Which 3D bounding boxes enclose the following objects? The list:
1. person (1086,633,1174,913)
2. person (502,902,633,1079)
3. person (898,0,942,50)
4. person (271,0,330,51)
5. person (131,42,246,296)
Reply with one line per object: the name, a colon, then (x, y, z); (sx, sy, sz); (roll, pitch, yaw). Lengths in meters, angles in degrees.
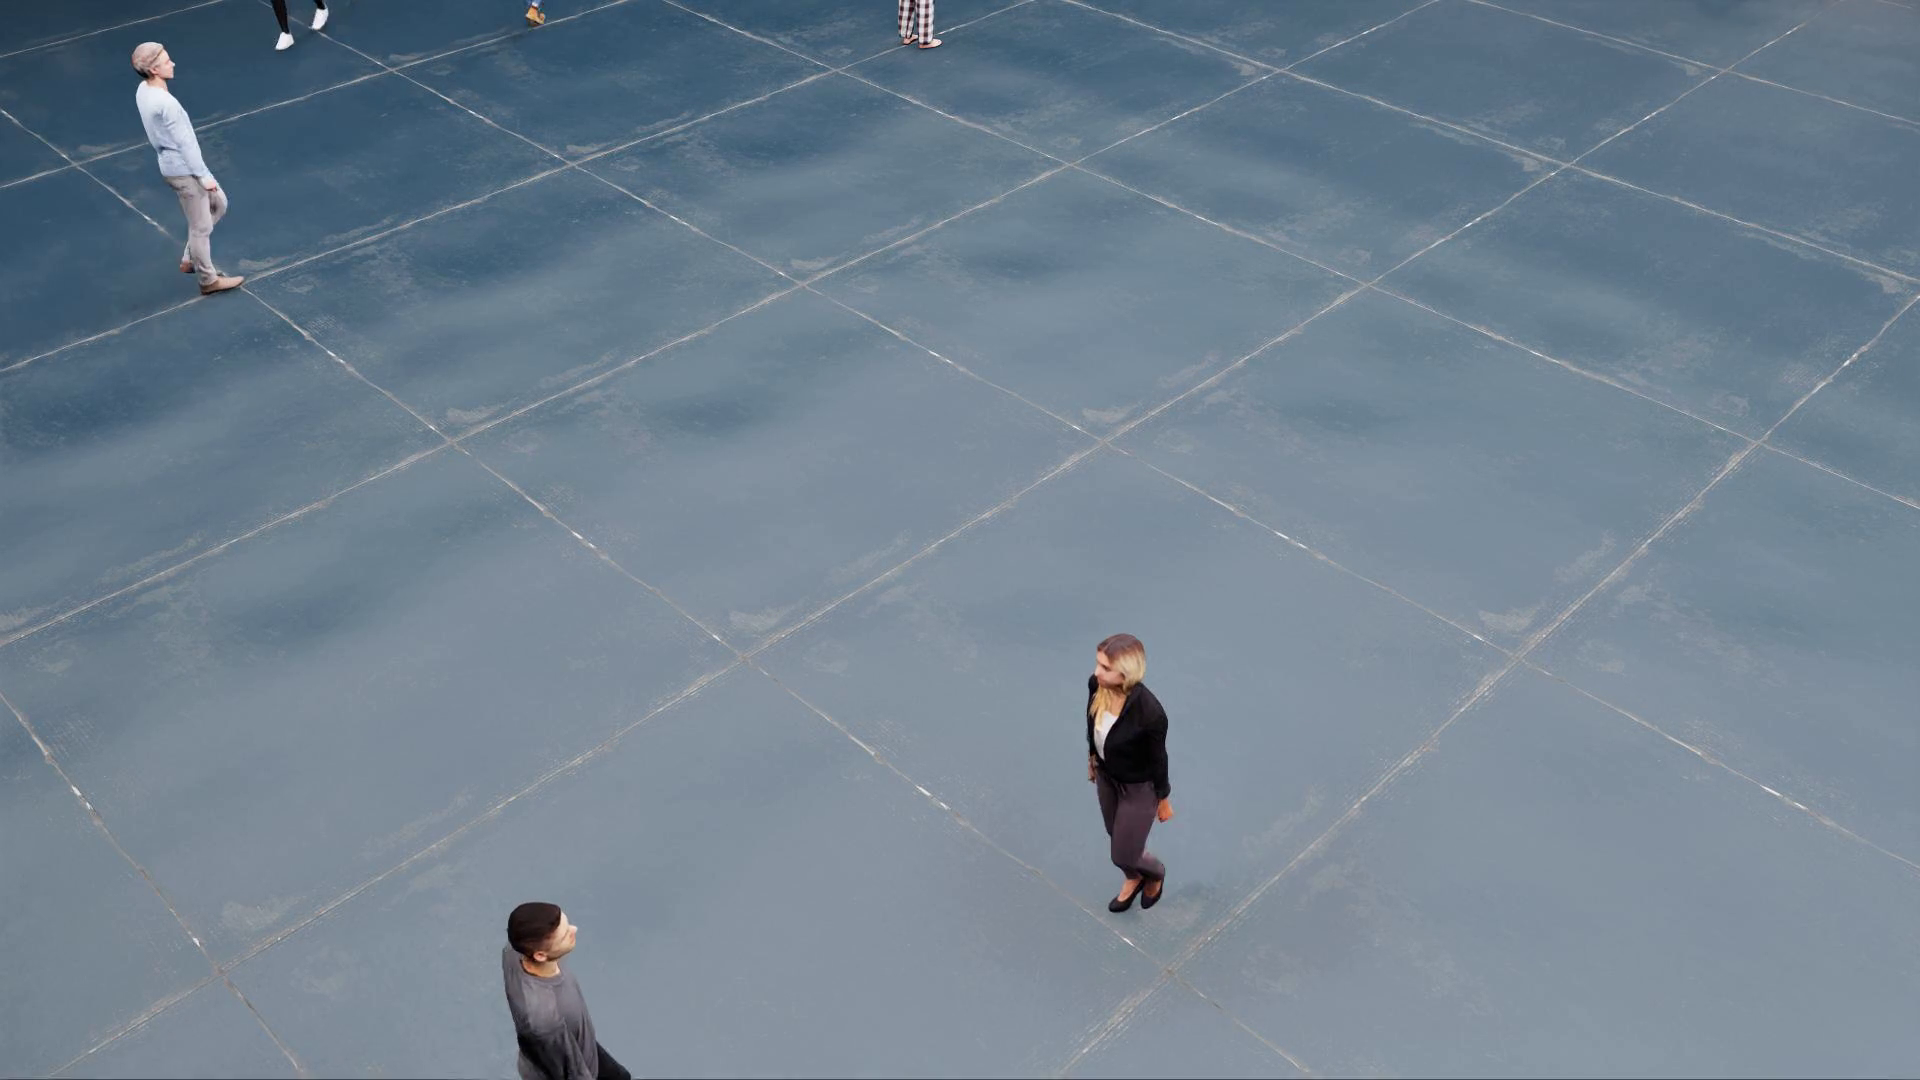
person: (0.791, 1.040, 7.232); (0.683, 1.653, 0.663); (-25, 44, -29)
person: (-1.501, 1.940, 5.973); (0.945, 1.744, 0.819); (-14, 39, -17)
person: (-0.415, -5.632, 15.848); (0.639, 1.847, 0.554); (27, 45, 31)
person: (-6.470, -5.702, 16.029); (1.042, 1.739, 1.224); (7, 38, 9)
person: (-5.596, -2.586, 11.816); (0.785, 1.878, 0.752); (-20, 41, -24)
